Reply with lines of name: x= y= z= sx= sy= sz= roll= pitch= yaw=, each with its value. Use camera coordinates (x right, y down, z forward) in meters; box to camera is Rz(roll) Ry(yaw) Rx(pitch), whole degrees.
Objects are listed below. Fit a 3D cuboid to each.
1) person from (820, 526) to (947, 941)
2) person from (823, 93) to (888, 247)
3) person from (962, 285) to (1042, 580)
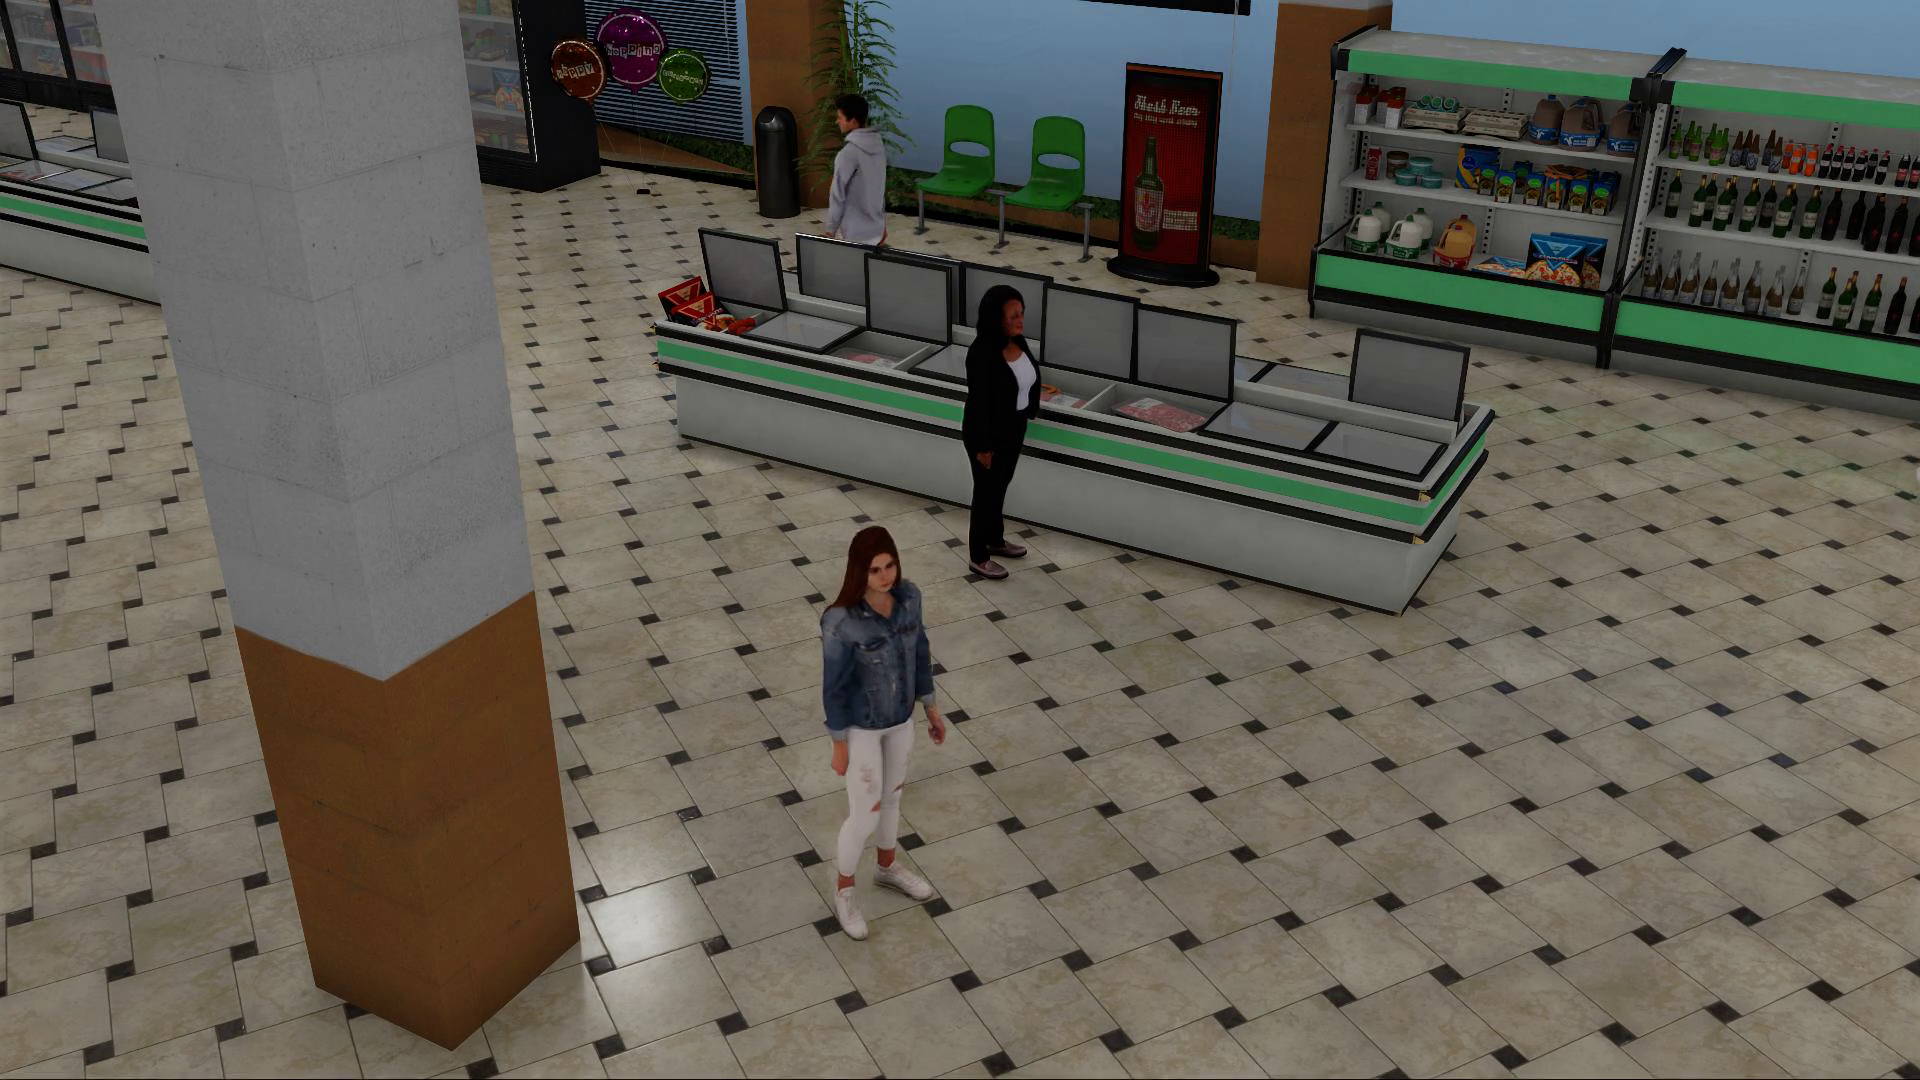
person: x=-0.344 y=0.682 z=6.342 sx=0.618 sy=1.696 sz=0.691 roll=20 pitch=33 yaw=35
person: x=-0.606 y=-2.148 z=11.714 sx=1.233 sy=1.884 sz=0.786 roll=11 pitch=29 yaw=20
person: x=0.189 y=-0.592 z=8.942 sx=0.649 sy=1.615 sz=0.678 roll=11 pitch=29 yaw=20
